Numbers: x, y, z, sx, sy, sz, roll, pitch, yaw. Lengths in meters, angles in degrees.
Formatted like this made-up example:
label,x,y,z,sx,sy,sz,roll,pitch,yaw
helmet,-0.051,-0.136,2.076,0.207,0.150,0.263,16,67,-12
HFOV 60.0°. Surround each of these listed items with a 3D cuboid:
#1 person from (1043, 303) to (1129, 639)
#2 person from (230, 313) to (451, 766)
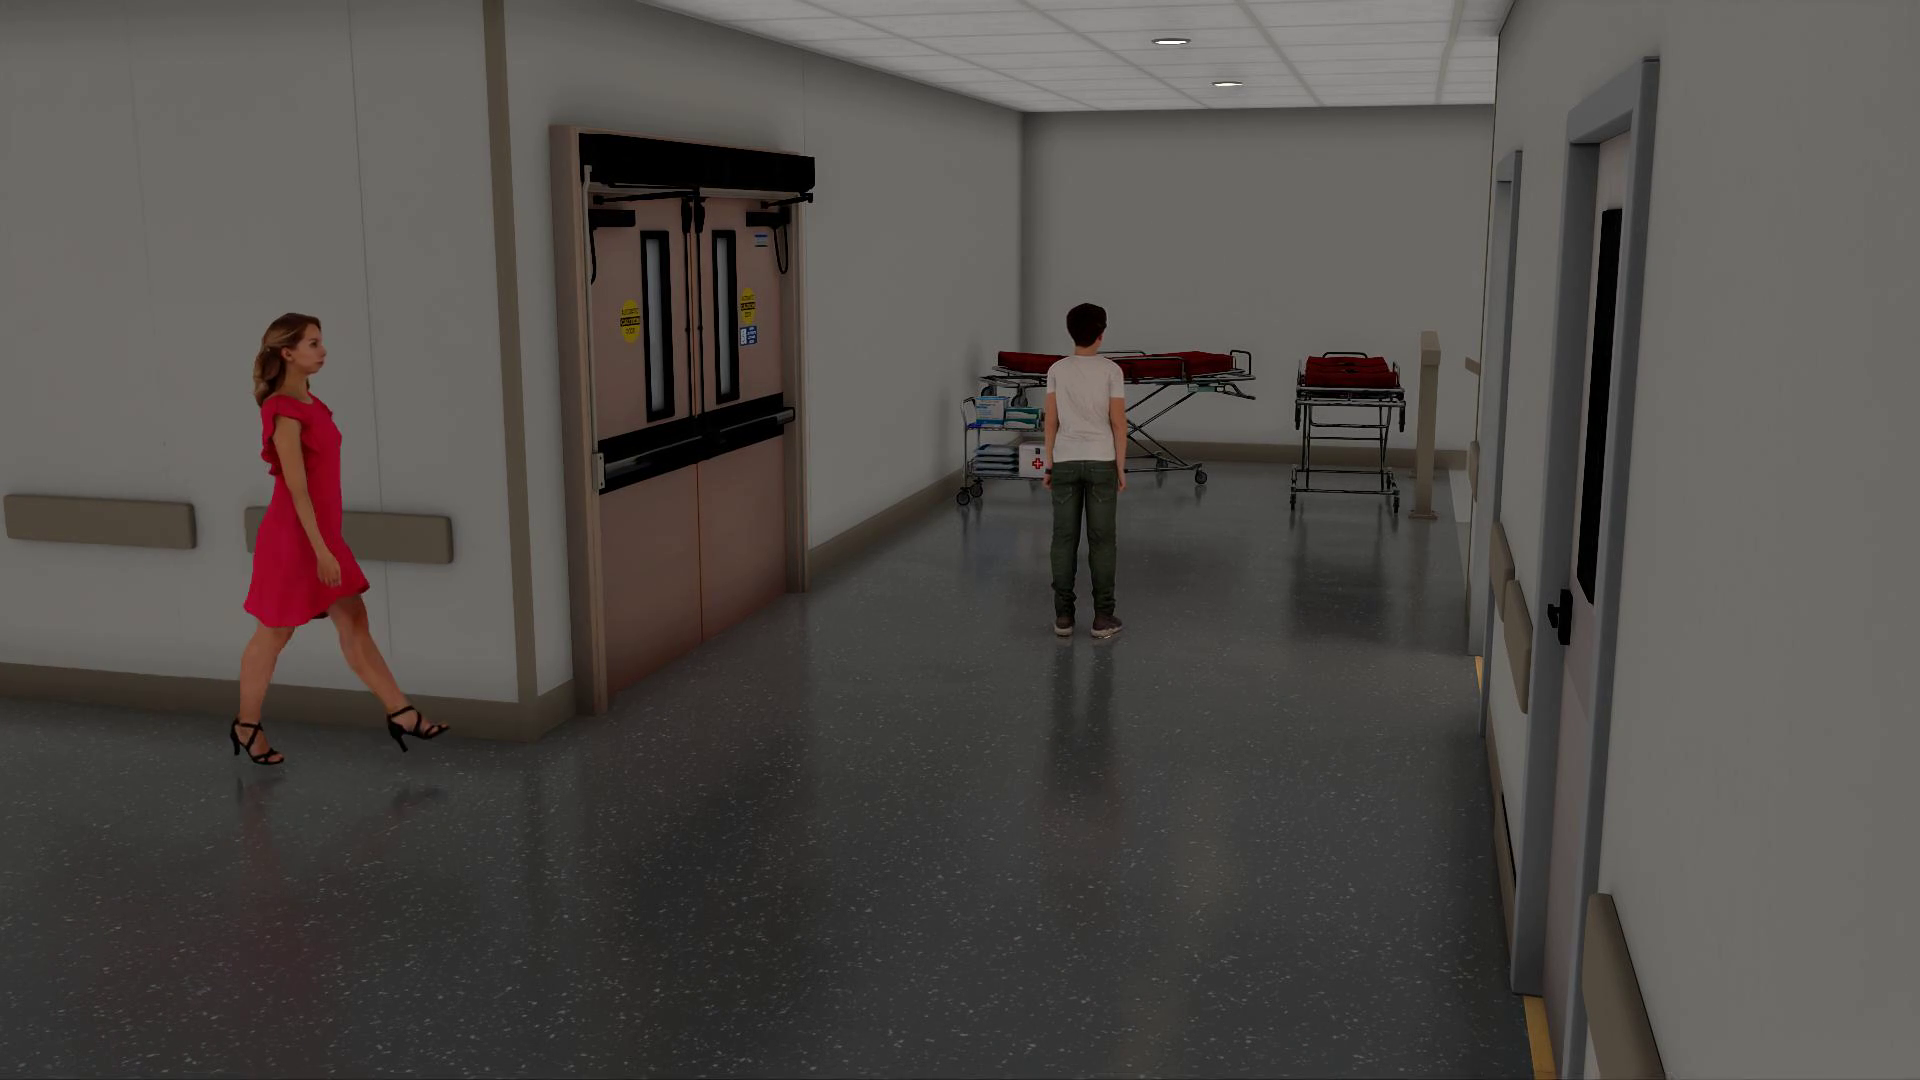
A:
label,x,y,z,sx,sy,sz,roll,pitch,yaw
person,0.617,-0.352,8.289,0.560,1.654,0.517,3,11,14
person,-2.518,0.040,6.136,0.830,1.688,1.039,0,11,0
